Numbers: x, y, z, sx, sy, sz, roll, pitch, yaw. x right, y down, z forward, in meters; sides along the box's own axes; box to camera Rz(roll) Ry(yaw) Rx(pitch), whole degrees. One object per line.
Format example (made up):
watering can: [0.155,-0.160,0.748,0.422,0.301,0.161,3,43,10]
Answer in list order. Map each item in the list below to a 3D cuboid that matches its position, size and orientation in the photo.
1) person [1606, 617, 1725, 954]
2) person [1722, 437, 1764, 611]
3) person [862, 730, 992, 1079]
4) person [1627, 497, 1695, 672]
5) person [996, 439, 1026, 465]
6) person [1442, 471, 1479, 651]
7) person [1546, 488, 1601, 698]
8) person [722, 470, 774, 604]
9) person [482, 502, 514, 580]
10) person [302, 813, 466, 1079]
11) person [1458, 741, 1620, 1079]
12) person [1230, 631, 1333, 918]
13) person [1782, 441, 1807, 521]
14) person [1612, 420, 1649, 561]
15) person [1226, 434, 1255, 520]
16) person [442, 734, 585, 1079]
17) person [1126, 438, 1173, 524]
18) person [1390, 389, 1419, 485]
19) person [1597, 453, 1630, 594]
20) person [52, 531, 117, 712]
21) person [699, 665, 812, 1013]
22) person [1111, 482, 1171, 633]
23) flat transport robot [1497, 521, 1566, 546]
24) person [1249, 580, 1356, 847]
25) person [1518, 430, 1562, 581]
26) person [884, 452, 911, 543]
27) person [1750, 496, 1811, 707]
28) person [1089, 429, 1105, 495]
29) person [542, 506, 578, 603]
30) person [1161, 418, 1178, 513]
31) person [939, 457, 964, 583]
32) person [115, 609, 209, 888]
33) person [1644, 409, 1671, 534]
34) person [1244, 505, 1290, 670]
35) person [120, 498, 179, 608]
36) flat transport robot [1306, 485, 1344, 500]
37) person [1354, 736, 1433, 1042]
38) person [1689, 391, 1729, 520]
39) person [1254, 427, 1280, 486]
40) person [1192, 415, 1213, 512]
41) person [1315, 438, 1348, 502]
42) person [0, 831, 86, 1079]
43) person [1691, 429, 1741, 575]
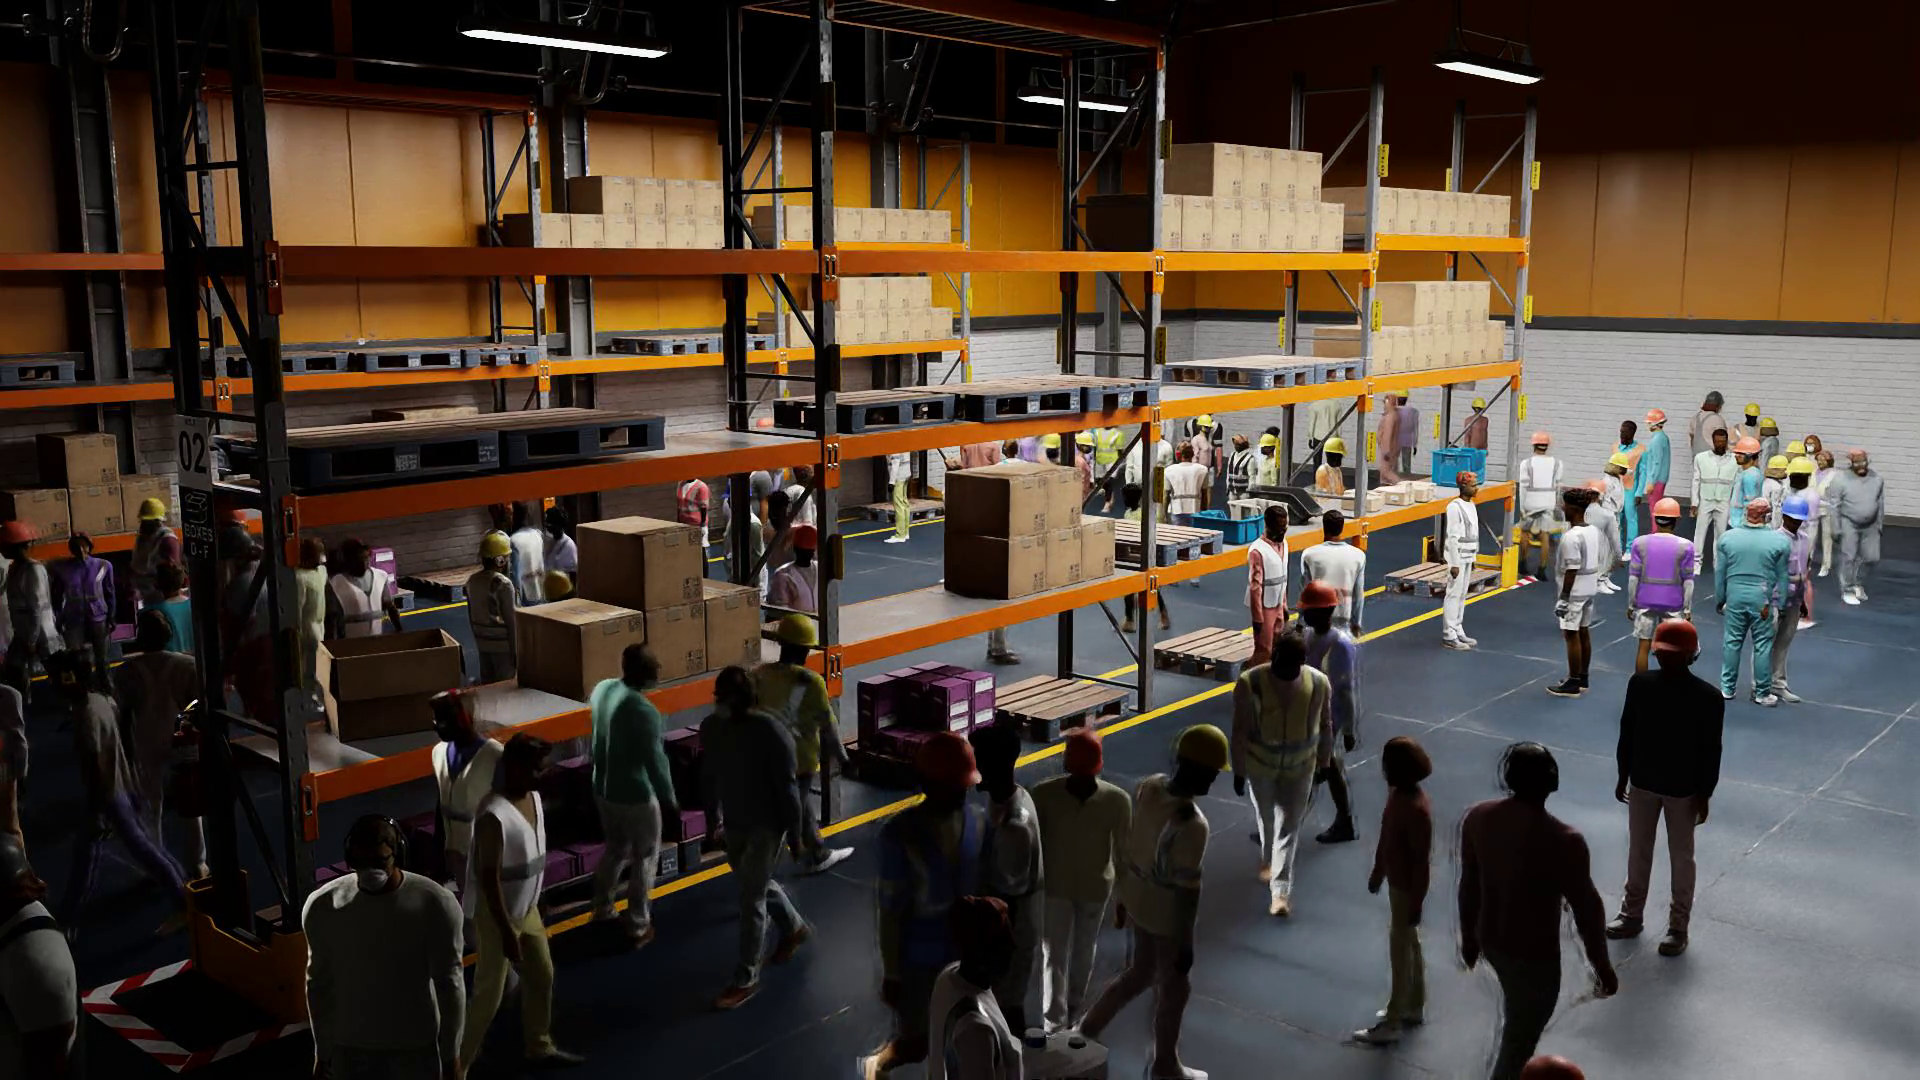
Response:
person: [4.174,1.434,9.857,0.375,1.997,0.609,-8,13,-41]
person: [9.112,-0.182,19.365,0.375,2.044,0.605,5,11,27]
person: [-0.134,1.816,7.484,0.629,2.028,0.705,-7,12,-35]
person: [6.382,0.575,15.169,0.550,1.933,0.375,5,11,27]
person: [0.646,-0.398,21.248,0.507,1.846,0.346,-5,11,-26]
person: [5.284,0.210,17.505,0.356,1.883,0.572,6,11,33]
person: [5.758,0.491,15.575,0.368,1.965,0.609,9,13,42]
person: [-2.515,-0.196,19.453,0.538,2.000,0.685,-9,13,-42]
person: [-4.248,0.546,15.499,0.354,1.883,0.576,-7,12,-35]
person: [-2.283,2.007,6.652,0.622,1.932,0.368,0,10,0]
person: [2.631,1.863,7.573,0.679,1.909,0.683,-4,10,-25]
person: [2.035,1.432,10.552,0.652,1.782,0.982,2,10,9]
person: [10.844,-0.418,21.668,0.484,1.744,0.307,-6,11,-32]
person: [9.093,-0.678,22.695,0.390,1.920,0.587,-5,11,-25]
person: [3.974,-0.690,23.599,0.309,1.640,0.514,-6,11,-34]
person: [-2.211,1.838,8.049,0.526,1.804,0.772,2,10,9]
person: [2.599,-0.712,22.943,0.652,1.904,0.402,3,10,15]
person: [7.555,-1.658,28.520,0.588,1.927,0.370,1,10,8]
person: [8.038,-0.215,20.484,0.316,1.735,0.483,8,12,38]
person: [-7.943,0.730,15.117,0.514,1.643,0.307,-5,11,-28]
person: [-1.121,1.580,9.322,0.643,1.901,0.921,6,11,33]
person: [2.020,0.192,18.306,0.713,1.652,0.570,-4,10,-24]
flat transport robot: [8.485,-0.117,24.258,1.431,0.197,0.652,-9,13,-44]
person: [2.381,1.218,11.448,0.958,1.890,0.567,-3,10,-16]
person: [7.438,-0.459,21.435,0.557,1.905,0.849,1,10,7]
person: [-0.910,-0.913,24.093,0.373,1.920,0.585,3,10,15]
person: [7.558,0.569,15.277,0.602,1.911,0.402,-4,10,-24]
person: [2.436,-1.664,29.093,0.345,1.745,0.564,-2,10,-11]
person: [-3.907,0.506,16.284,0.322,1.697,0.534,-8,12,-40]
person: [3.401,-1.391,27.101,0.331,1.872,0.513,5,11,30]
person: [-0.047,-0.232,20.869,0.314,1.640,0.514,-5,11,-25]
person: [-5.177,1.354,10.825,0.504,1.840,0.344,-4,10,-21]
person: [9.825,-0.853,23.522,0.392,1.991,0.612,6,11,30]
person: [2.775,0.622,14.986,0.414,1.906,0.600,7,12,35]
person: [-7.850,0.474,16.157,0.696,1.802,0.553,7,12,37]
flat transport robot: [6.082,-0.747,28.016,0.652,0.197,1.431,4,10,23]
person: [2.302,1.811,8.724,0.332,1.632,0.504,0,10,1]
person: [11.884,-1.345,26.314,0.538,2.000,0.720,-2,10,-13]
person: [4.589,-0.823,24.335,0.791,1.654,0.542,-5,11,-27]
person: [3.681,-1.019,25.195,0.317,1.766,0.534,7,12,35]
person: [4.548,-0.302,20.430,0.381,1.924,0.593,5,11,29]
person: [-3.529,2.033,6.148,0.535,2.000,0.686,-7,12,-37]
person: [9.801,-0.493,21.597,0.590,1.919,0.392,2,10,12]
